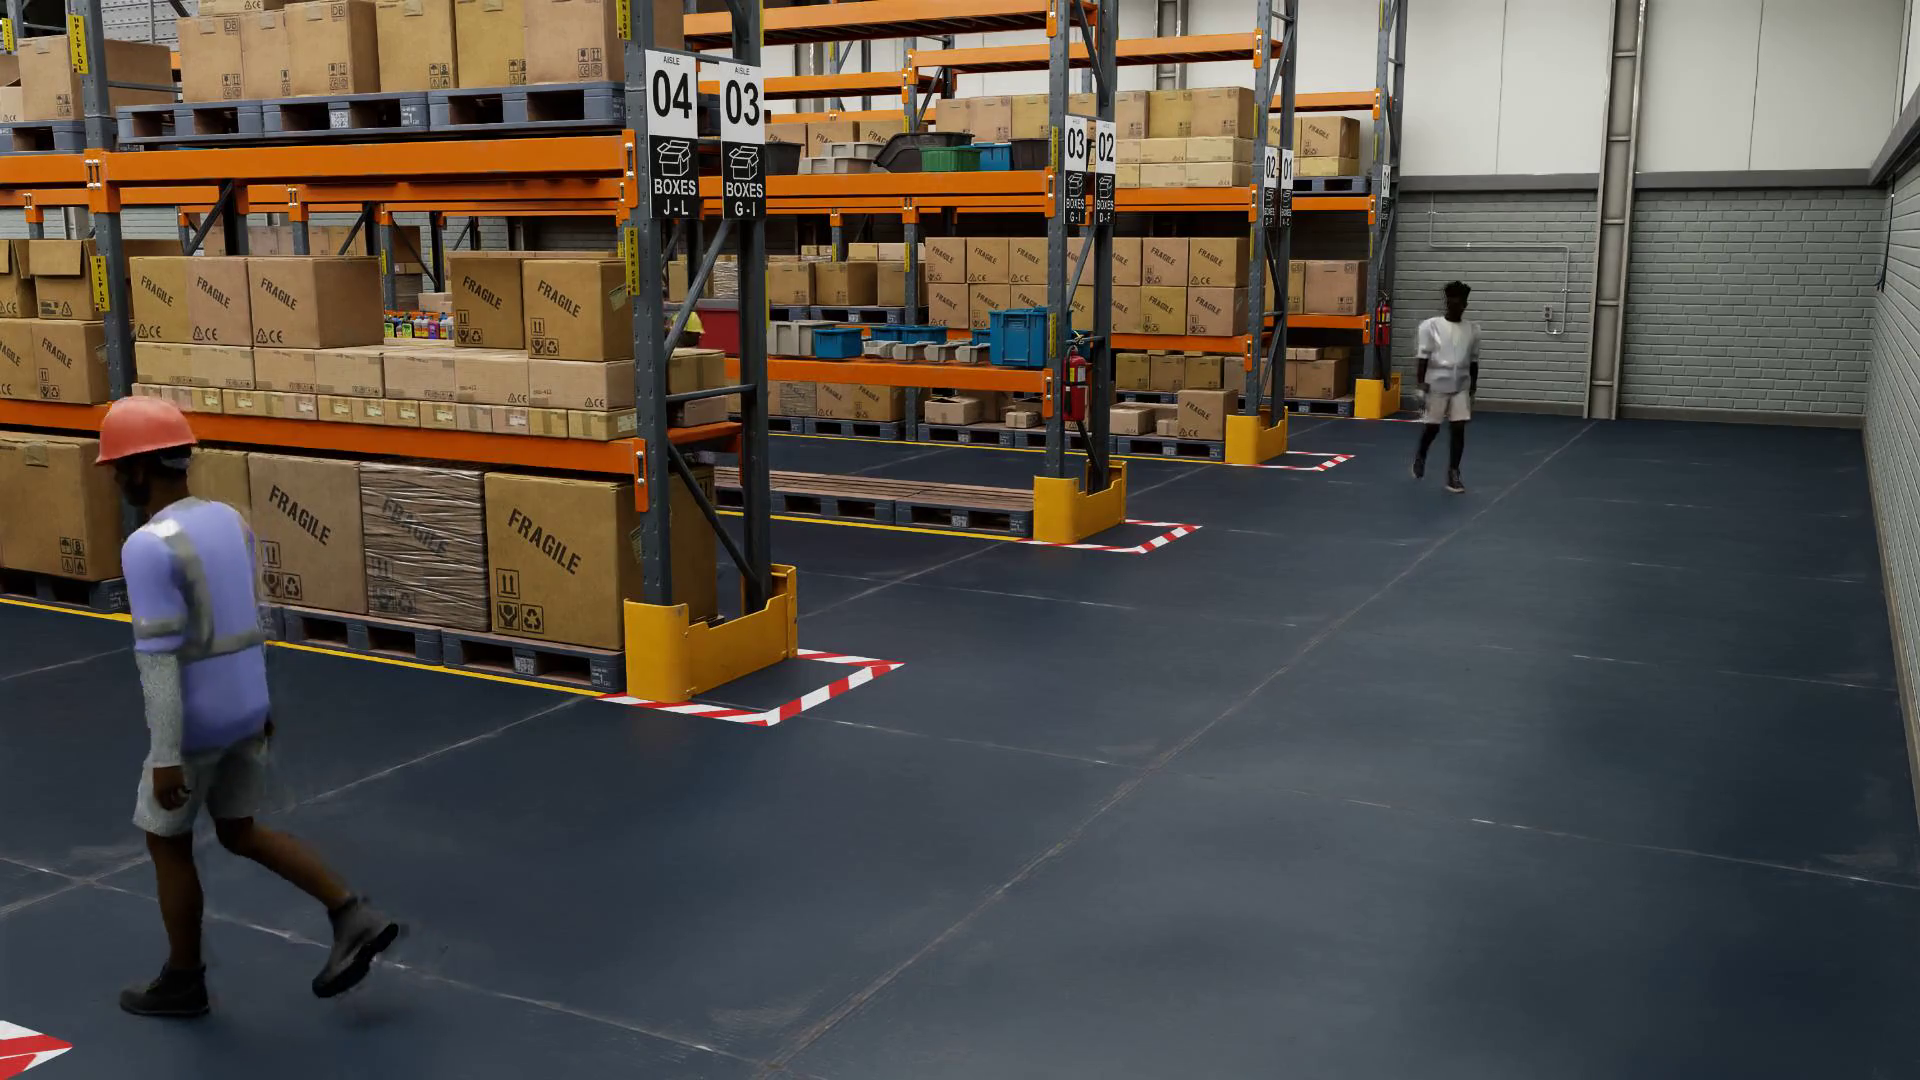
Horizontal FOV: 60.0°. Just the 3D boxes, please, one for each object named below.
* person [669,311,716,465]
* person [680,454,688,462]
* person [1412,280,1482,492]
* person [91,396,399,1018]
[{"bbox_3d":[-2.217,-0.971,13.421,0.399,1.745,0.531,5,11,25],"label":"person"},{"bbox_3d":[-2.132,-0.637,11.006,1.105,1.979,0.622,6,12,29],"label":"person"},{"bbox_3d":[4.499,-1.434,15.429,0.622,1.943,0.711,-1,10,-3],"label":"person"},{"bbox_3d":[-2.155,0.517,4.937,0.758,1.900,0.588,1,10,8],"label":"person"}]
